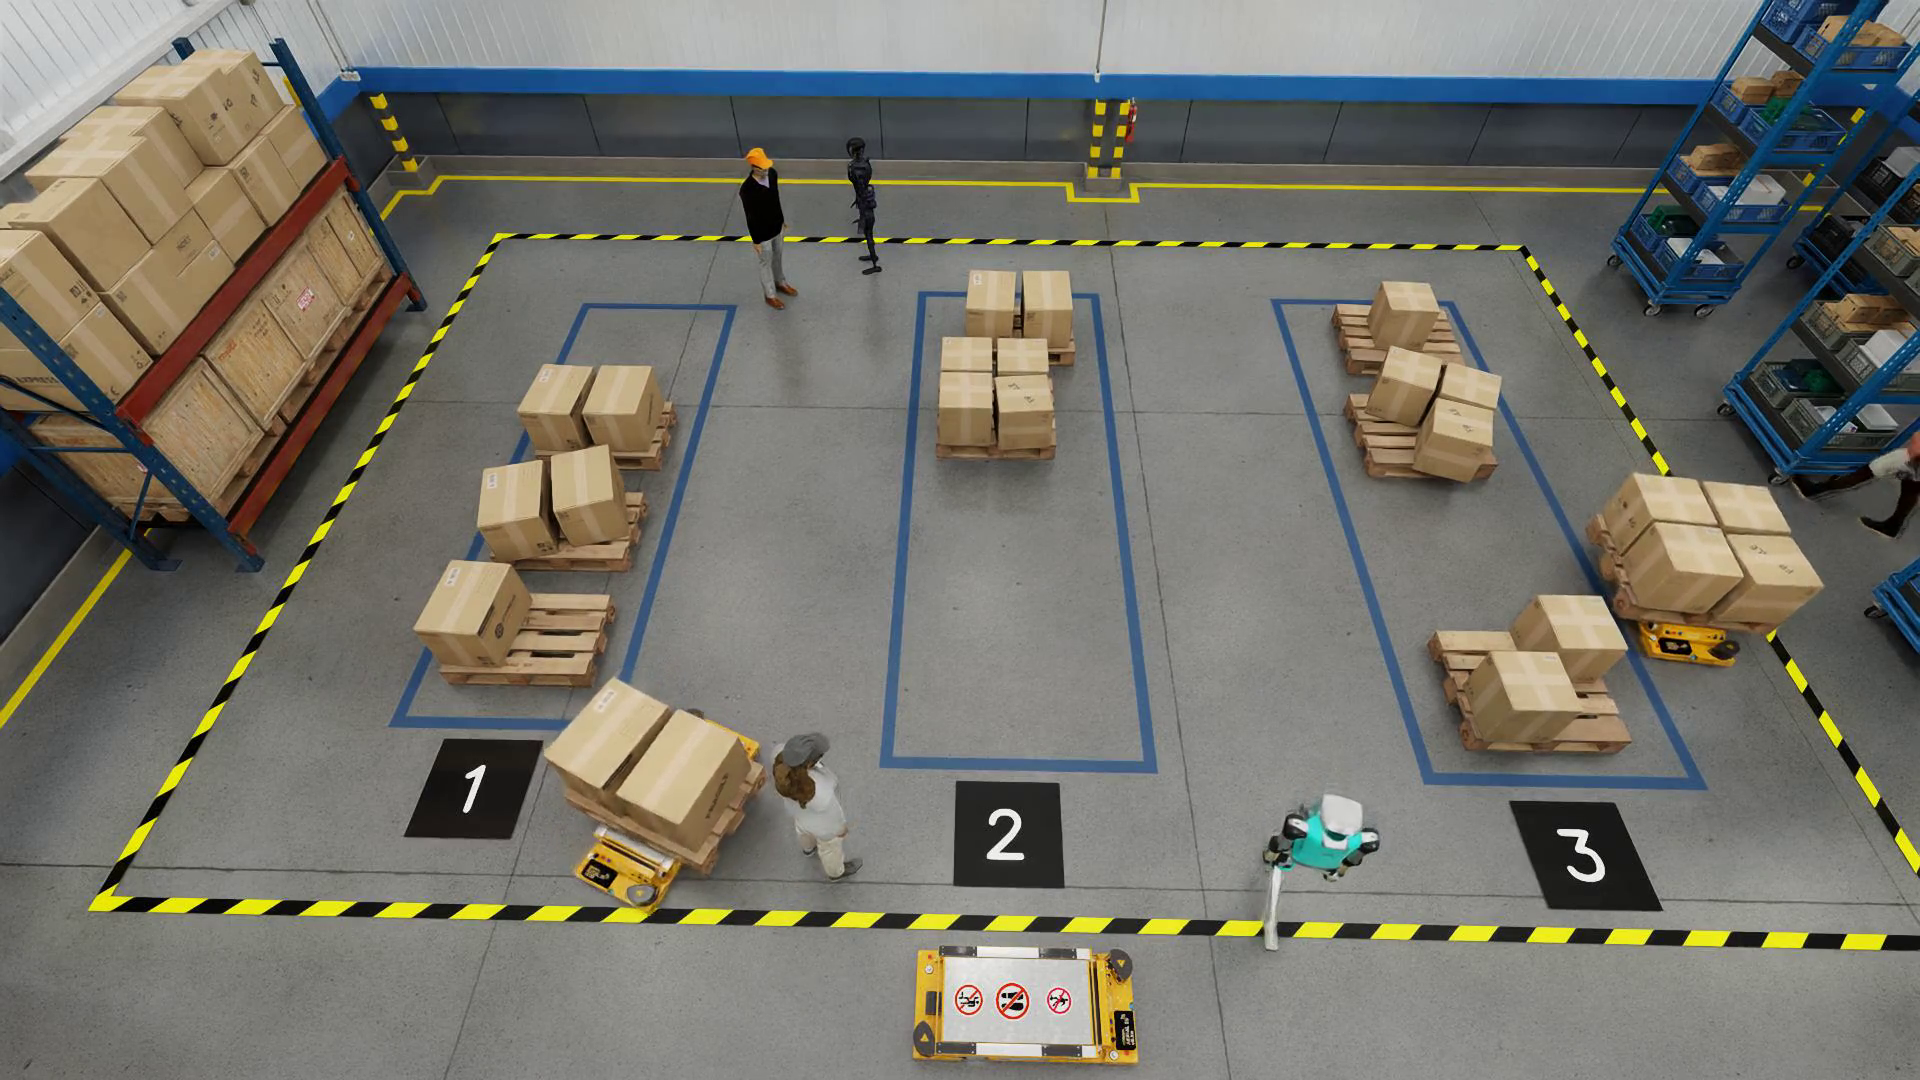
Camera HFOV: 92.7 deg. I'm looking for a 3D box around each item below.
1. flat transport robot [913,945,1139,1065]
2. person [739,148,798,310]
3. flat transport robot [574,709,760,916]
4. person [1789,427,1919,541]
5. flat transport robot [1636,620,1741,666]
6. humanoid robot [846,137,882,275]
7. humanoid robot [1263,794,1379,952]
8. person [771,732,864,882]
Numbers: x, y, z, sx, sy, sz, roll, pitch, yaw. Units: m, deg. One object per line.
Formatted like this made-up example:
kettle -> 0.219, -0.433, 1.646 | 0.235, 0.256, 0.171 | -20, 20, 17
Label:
flat transport robot -> 0.422, 3.041, 6.007 | 1.431, 0.231, 0.659 | 1, 51, 1
person -> -2.140, -3.493, 10.291 | 0.380, 1.883, 0.589 | 22, 54, 17
flat transport robot -> -2.170, 1.976, 6.857 | 0.652, 0.197, 1.431 | 19, 53, 15
person -> 8.503, -0.873, 8.142 | 0.621, 1.903, 0.972 | -19, 53, -15
flat transport robot -> 6.263, 0.425, 8.121 | 0.652, 0.197, 1.431 | 6, 51, 5
humanoid robot -> -1.135, -3.917, 10.762 | 0.315, 1.655, 0.599 | -6, 51, -5
humanoid robot -> 2.235, 1.935, 5.985 | 0.554, 1.745, 1.065 | 9, 51, 8
person -> -0.962, 1.770, 6.073 | 0.572, 1.769, 0.399 | 38, 60, 26
